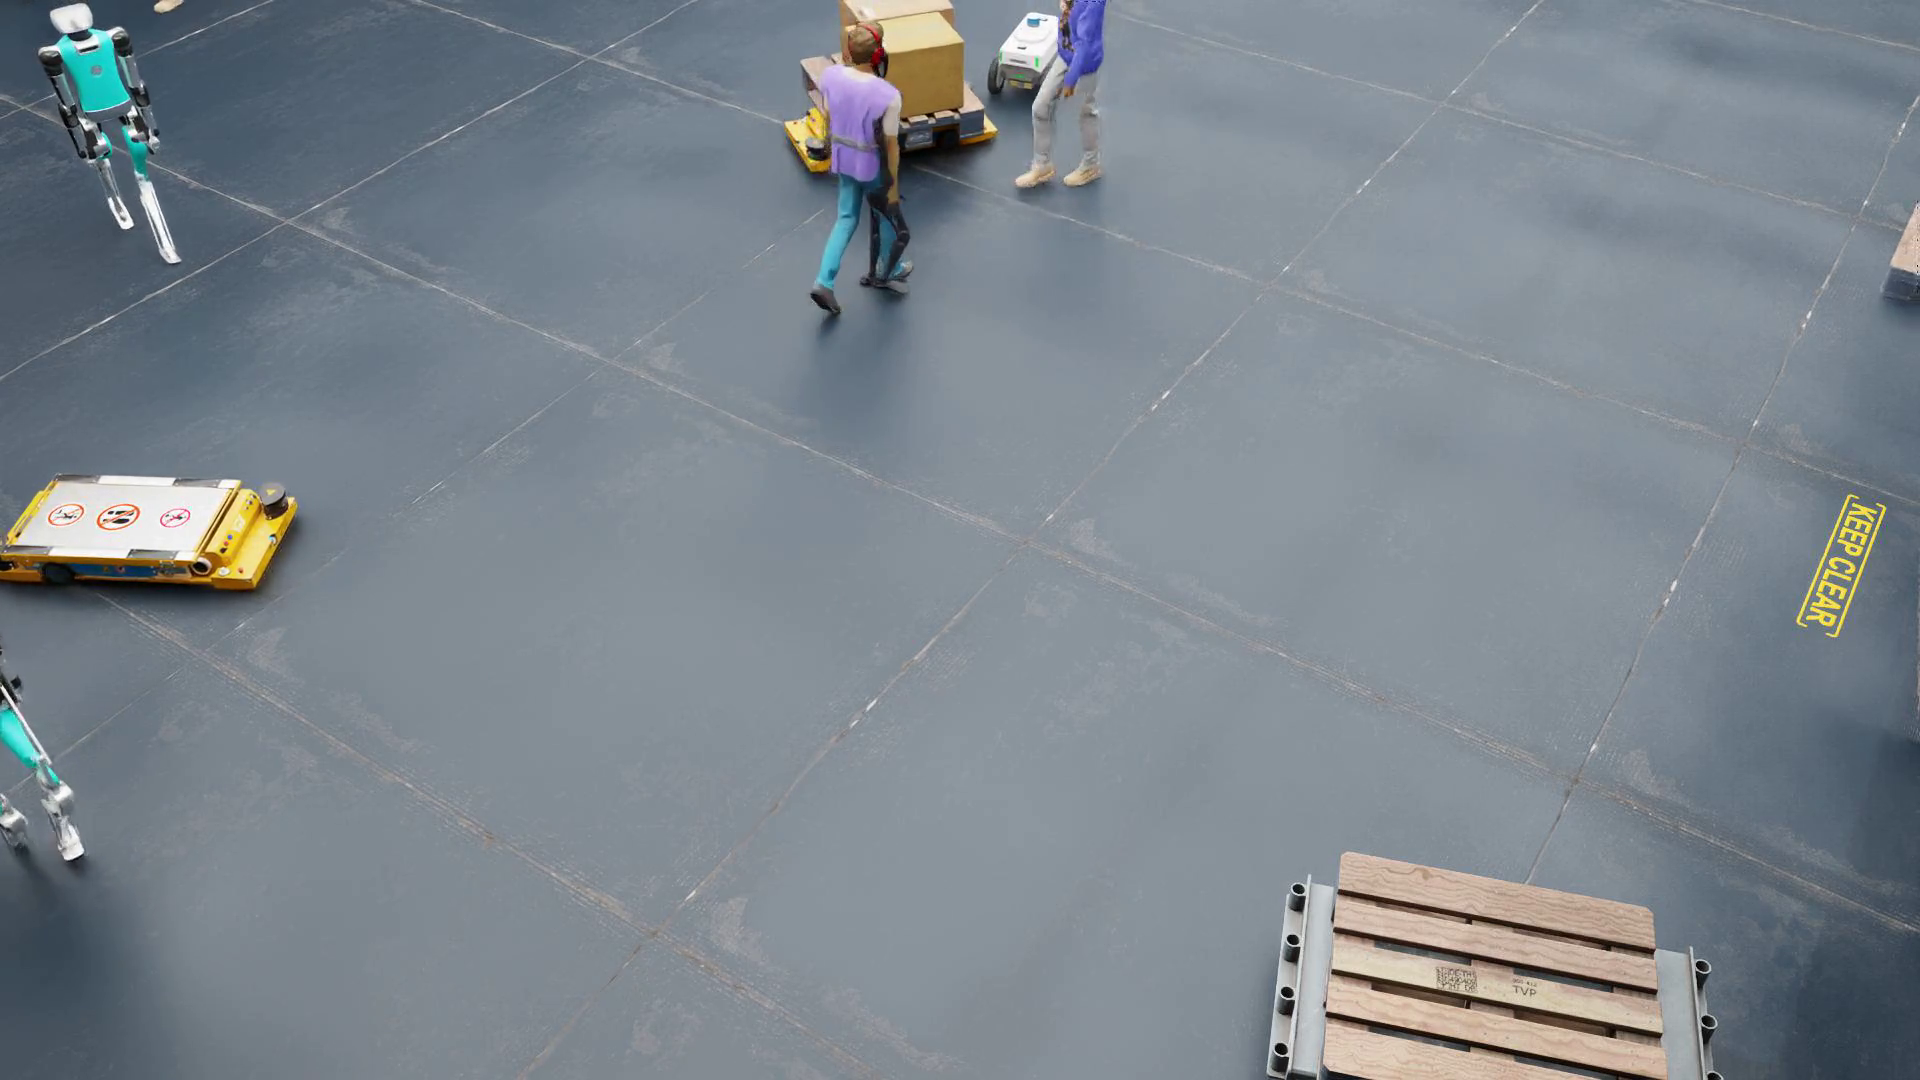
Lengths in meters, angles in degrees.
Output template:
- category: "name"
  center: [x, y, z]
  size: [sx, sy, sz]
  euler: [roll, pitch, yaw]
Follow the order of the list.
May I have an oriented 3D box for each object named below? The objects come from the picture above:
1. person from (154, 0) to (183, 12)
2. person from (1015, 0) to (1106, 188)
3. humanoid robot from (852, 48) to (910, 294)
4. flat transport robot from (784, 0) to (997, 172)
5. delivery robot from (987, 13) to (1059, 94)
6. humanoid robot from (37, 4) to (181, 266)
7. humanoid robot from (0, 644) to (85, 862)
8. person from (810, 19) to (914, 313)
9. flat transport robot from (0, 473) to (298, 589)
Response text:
- category: "person"
  center: [-6.608, -5.188, 13.485]
  size: [0.492, 1.737, 0.489]
  euler: [24, 47, 25]
- category: "person"
  center: [0.694, -3.170, 11.143]
  size: [0.768, 1.839, 0.458]
  euler: [-24, 47, -25]
- category: "humanoid robot"
  center: [-0.506, -2.294, 10.288]
  size: [0.339, 1.657, 0.602]
  euler: [-8, 42, -9]
- category: "flat transport robot"
  center: [-0.510, -3.042, 12.184]
  size: [1.431, 0.231, 0.659]
  euler: [-15, 44, -16]
- category: "delivery robot"
  center: [0.545, -3.711, 12.729]
  size: [0.499, 0.611, 0.792]
  euler: [14, 44, 15]
- category: "humanoid robot"
  center: [-5.518, -2.685, 10.714]
  size: [0.531, 1.769, 1.001]
  euler: [-28, 49, -28]
- category: "humanoid robot"
  center: [-4.041, 0.786, 6.810]
  size: [0.723, 1.793, 0.545]
  euler: [32, 51, 31]
- category: "person"
  center: [-0.628, -2.246, 10.141]
  size: [0.574, 1.814, 0.843]
  euler: [22, 46, 23]
- category: "flat transport robot"
  center: [-4.348, -0.044, 8.829]
  size: [1.431, 0.231, 0.659]
  euler: [2, 42, 2]
